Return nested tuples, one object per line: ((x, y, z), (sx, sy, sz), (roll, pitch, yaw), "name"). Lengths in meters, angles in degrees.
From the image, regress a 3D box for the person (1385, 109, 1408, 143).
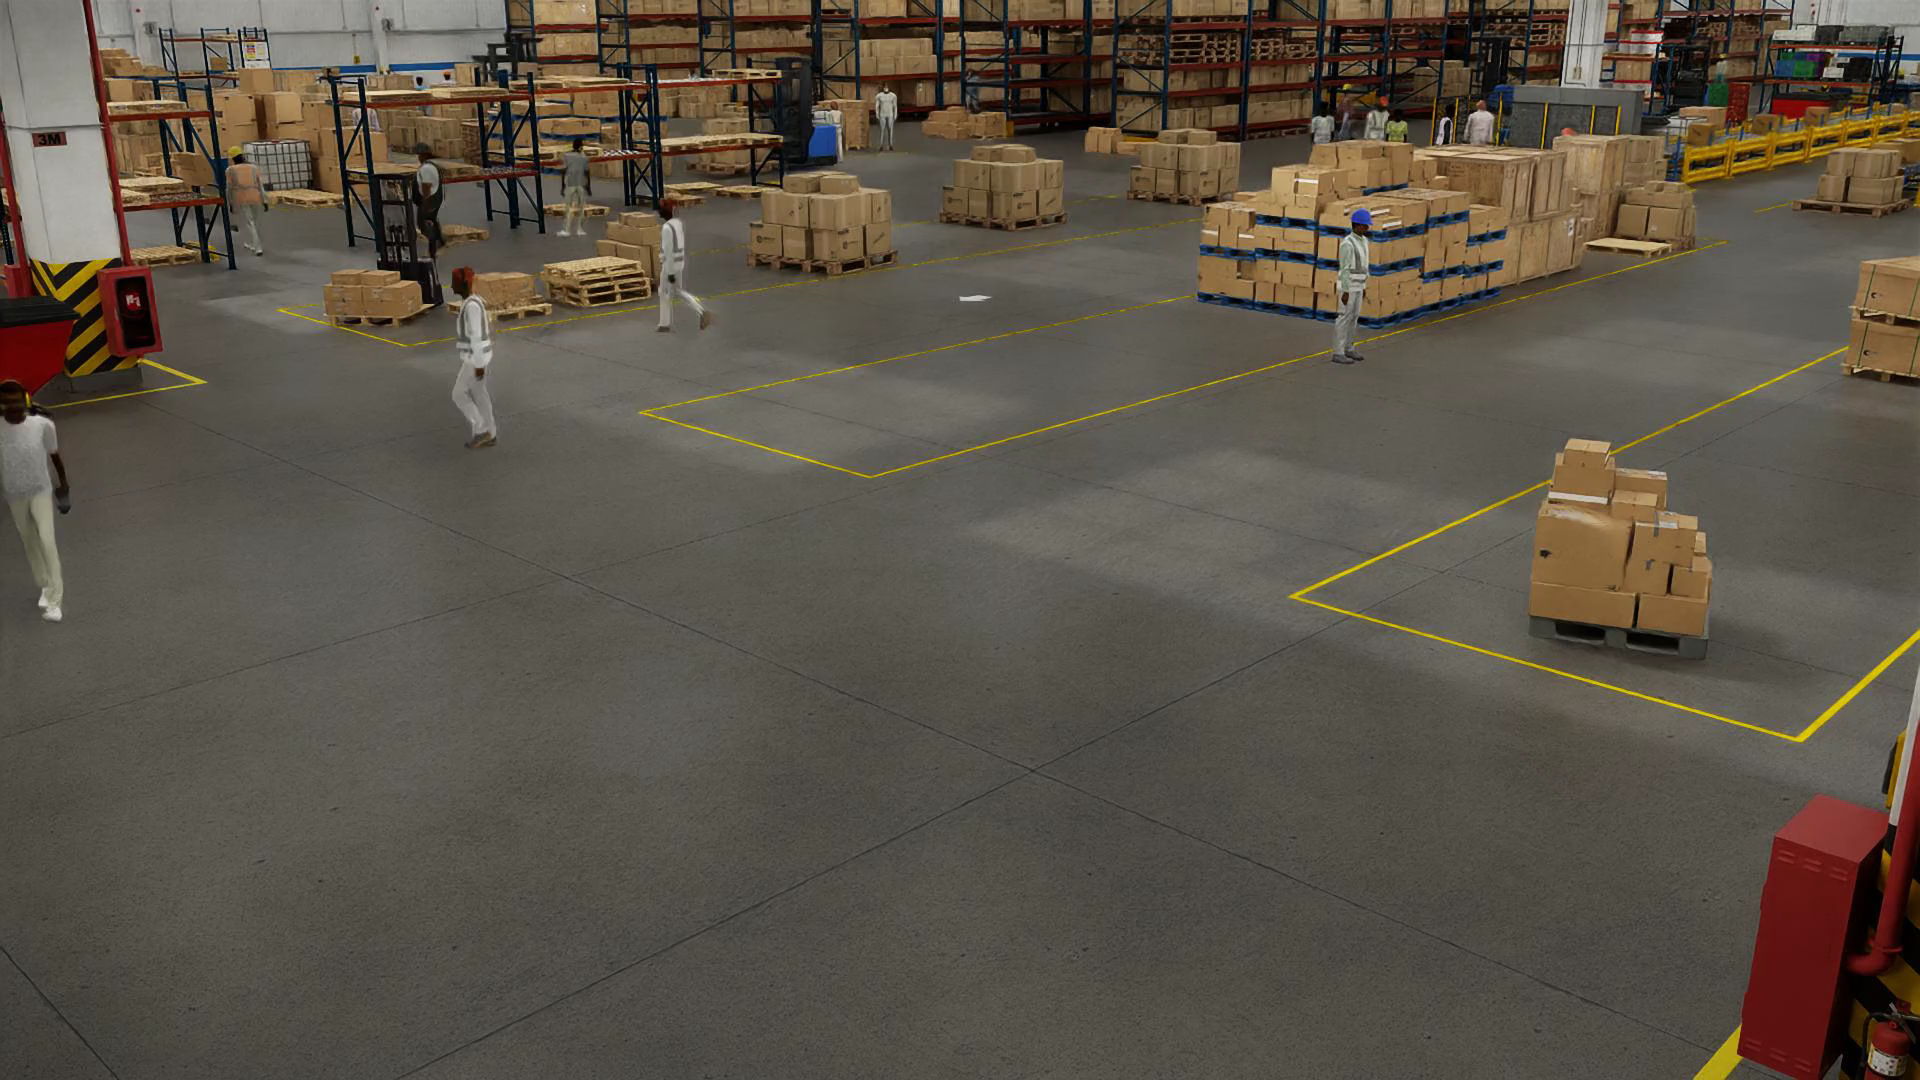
((10.815, -9.842, 41.323), (0.538, 1.677, 0.686), (6, 19, 17), "person")

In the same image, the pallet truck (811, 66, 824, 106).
((-4.812, -15.182, 56.903), (0.823, 1.965, 1.885), (-9, 21, -26), "pallet truck")

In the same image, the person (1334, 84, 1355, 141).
((11.947, -13.210, 51.390), (0.900, 1.726, 0.541), (-9, 21, -26), "person")

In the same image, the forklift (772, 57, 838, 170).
((-4.225, -11.159, 43.403), (1.129, 2.768, 1.873), (17, 25, 41), "forklift")

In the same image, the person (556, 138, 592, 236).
((-7.363, -6.716, 31.670), (0.699, 1.825, 0.381), (-6, 19, -18), "person")

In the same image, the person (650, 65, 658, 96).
((-11.903, -17.520, 64.416), (0.316, 1.696, 0.542), (17, 25, 41), "person")

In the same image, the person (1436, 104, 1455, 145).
((11.543, -9.406, 39.625), (0.370, 1.916, 0.597), (2, 18, 6), "person")

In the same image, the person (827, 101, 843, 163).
((-3.370, -10.988, 44.826), (0.522, 1.638, 0.309), (-15, 24, -38), "person")

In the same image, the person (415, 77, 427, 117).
((-18.199, -14.842, 56.360), (0.511, 1.679, 0.542), (10, 21, 27), "person")

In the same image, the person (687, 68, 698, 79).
((-10.246, -17.262, 63.749), (0.538, 1.620, 0.390), (10, 21, 28), "person")

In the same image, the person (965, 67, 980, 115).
((0.413, -15.462, 57.861), (0.635, 1.922, 0.756), (6, 19, 17), "person")

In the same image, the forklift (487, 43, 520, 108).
((-14.866, -14.828, 54.456), (1.873, 2.768, 1.129), (17, 25, 41), "forklift")

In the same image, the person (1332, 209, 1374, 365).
((4.927, -3.173, 20.823), (0.414, 1.939, 0.601), (12, 22, 32), "person")

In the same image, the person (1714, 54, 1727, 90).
((33.890, -20.785, 74.210), (0.880, 1.725, 0.535), (-14, 23, -37), "person")

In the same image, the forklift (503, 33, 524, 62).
((-17.818, -18.864, 66.617), (1.129, 2.768, 1.873), (17, 25, 41), "forklift")

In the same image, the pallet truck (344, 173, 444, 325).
((-8.209, -4.181, 23.757), (0.823, 1.965, 1.885), (3, 19, 9), "pallet truck")

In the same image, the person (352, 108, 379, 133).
((-15.314, -10.474, 42.966), (0.626, 1.840, 0.430), (-3, 19, -8), "person")

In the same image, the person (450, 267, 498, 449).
((-4.989, -1.836, 16.892), (0.491, 1.867, 0.615), (-5, 19, -15), "person")

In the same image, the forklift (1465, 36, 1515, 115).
((19.973, -17.201, 61.605), (1.873, 2.768, 1.129), (16, 24, 40), "forklift")

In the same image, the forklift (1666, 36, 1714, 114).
((27.341, -17.291, 61.877), (1.129, 2.768, 1.873), (17, 25, 41), "forklift")

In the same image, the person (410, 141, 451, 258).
((-9.237, -5.881, 28.812), (0.536, 2.000, 0.706), (-2, 18, -7), "person")

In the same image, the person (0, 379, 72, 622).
((-6.911, -0.286, 12.306), (0.520, 1.816, 0.954), (-6, 19, -17), "person")

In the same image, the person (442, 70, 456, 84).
((-17.165, -14.804, 55.876), (0.406, 1.923, 0.582), (11, 21, 30), "person")

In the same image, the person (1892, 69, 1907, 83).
((33.299, -15.820, 59.125), (0.601, 1.811, 0.772), (-4, 19, -11), "person")

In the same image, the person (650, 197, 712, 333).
((-3.837, -3.719, 22.588), (0.776, 1.860, 0.581), (4, 19, 12), "person")

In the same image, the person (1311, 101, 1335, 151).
((8.768, -9.612, 40.193), (0.629, 1.945, 0.425), (-4, 19, -13), "person")

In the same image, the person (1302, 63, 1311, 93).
((14.198, -18.700, 68.069), (0.276, 1.633, 0.507), (16, 24, 39), "person")

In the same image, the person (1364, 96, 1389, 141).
((10.428, -10.217, 41.989), (0.638, 1.987, 1.012), (-6, 19, -19), "person")

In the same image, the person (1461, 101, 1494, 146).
((12.884, -9.997, 41.490), (0.657, 1.854, 0.981), (-2, 18, -7), "person")

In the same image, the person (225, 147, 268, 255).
((-12.617, -5.996, 29.427), (0.617, 1.870, 0.990), (-16, 24, -40), "person")

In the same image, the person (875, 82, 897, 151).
((-2.136, -12.285, 48.264), (0.635, 1.938, 0.360), (-2, 18, -5), "person")

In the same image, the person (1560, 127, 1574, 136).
((11.934, -7.189, 32.942), (0.575, 1.915, 0.734), (-13, 22, -34), "person")
